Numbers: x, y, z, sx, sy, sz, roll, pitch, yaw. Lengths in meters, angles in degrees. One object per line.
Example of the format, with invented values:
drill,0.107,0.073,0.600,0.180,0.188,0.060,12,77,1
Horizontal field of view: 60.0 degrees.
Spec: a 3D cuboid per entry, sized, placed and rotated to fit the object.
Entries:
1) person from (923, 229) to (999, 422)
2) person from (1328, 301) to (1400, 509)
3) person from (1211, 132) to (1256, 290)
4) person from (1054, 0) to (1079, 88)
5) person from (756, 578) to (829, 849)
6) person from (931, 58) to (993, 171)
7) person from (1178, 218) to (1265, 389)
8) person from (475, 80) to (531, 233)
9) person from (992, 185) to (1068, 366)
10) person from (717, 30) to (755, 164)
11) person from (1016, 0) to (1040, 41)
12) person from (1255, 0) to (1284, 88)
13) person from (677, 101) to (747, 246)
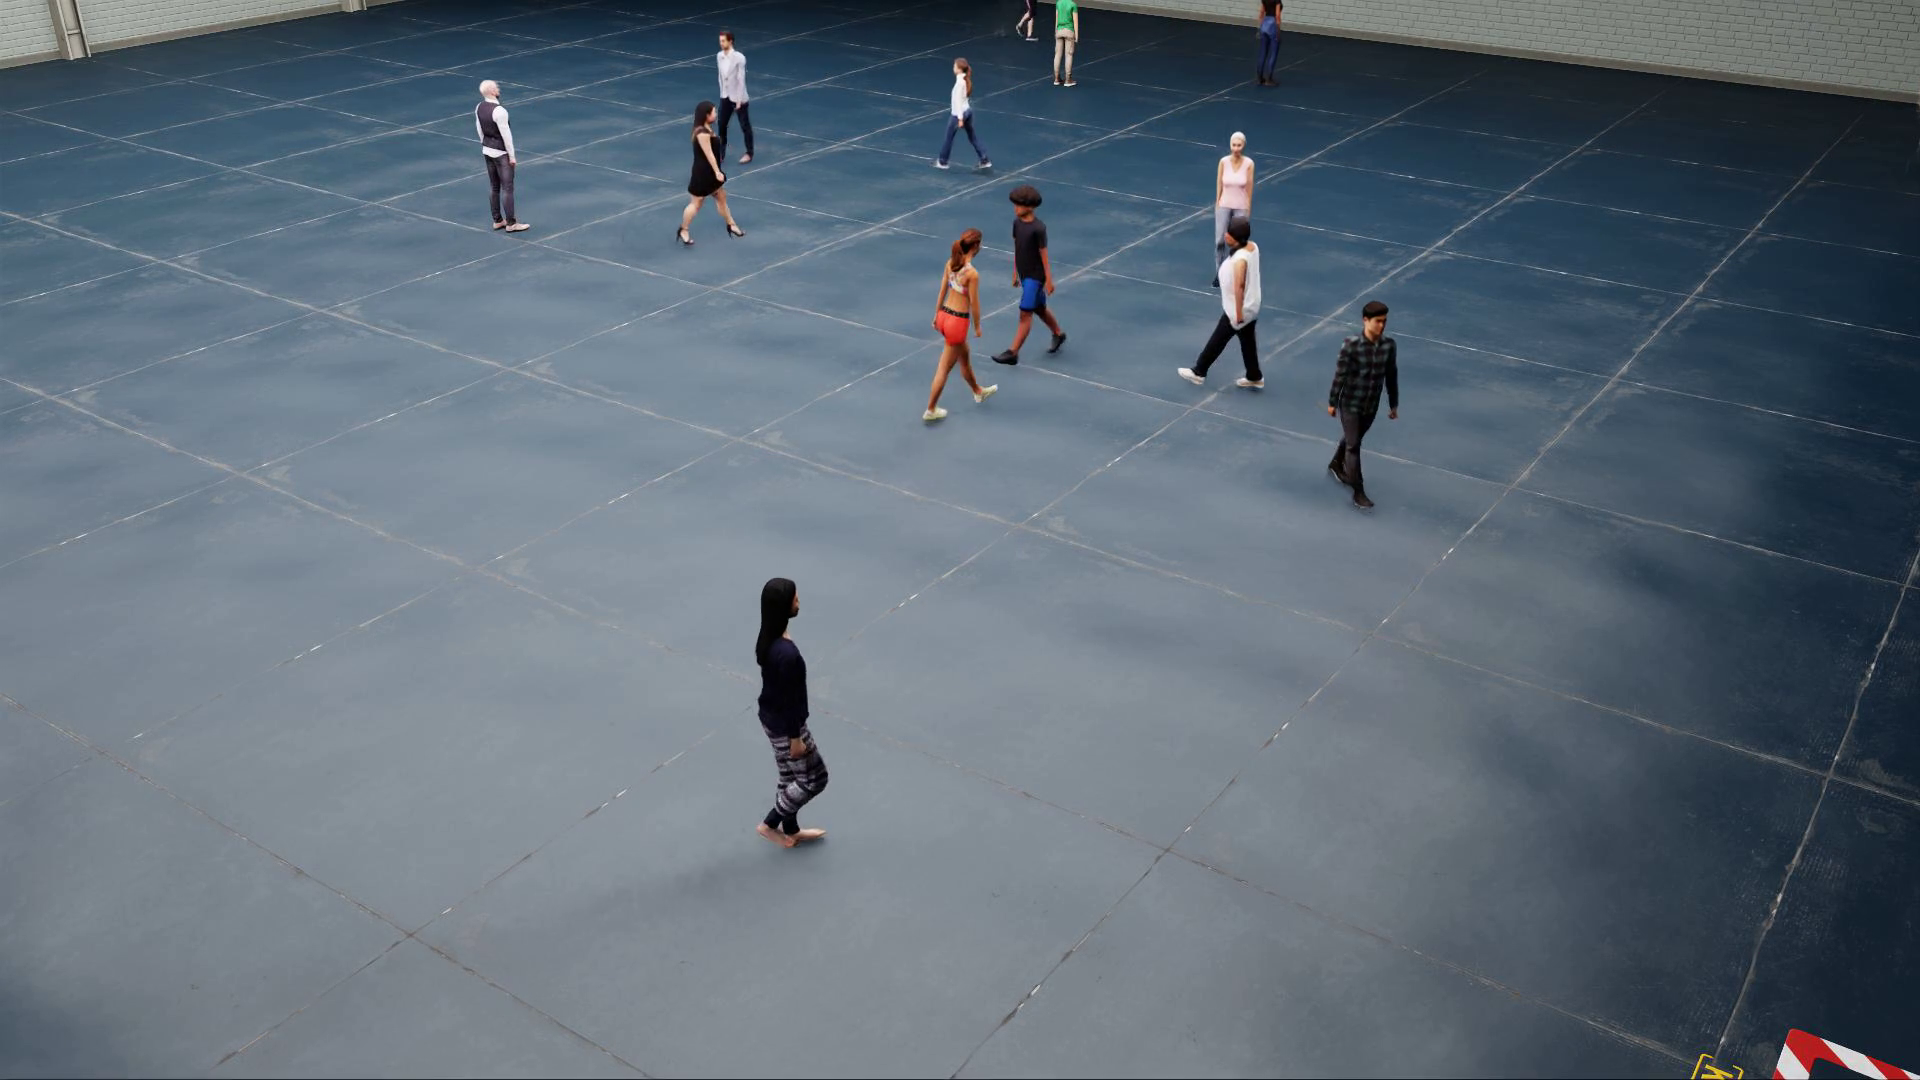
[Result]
person,-0.116,-1.874,14.873,1.161,1.742,0.884,-20,33,-33
person,3.232,-1.171,13.614,1.159,1.680,1.131,-9,28,-16
person,3.037,-3.680,18.414,0.721,1.709,0.874,6,28,11
person,1.758,-8.418,27.680,0.575,1.650,0.530,15,31,27
person,-1.036,1.011,9.287,0.807,1.726,0.765,-10,29,-19
person,0.109,-5.754,22.653,0.745,1.517,1.078,11,29,20
person,2.670,-2.176,15.553,0.817,1.655,1.003,14,30,25
person,-5.608,-4.668,20.211,0.681,1.822,0.579,19,33,32
person,0.793,-2.596,16.270,1.293,1.745,0.966,-19,33,-32
person,-3.056,-6.145,23.080,0.714,1.821,0.949,15,31,26
person,1.257,-10.273,31.139,0.694,1.781,0.663,17,32,29
person,5.127,-8.421,27.605,0.837,1.725,0.888,-21,34,-35
person,-3.086,-4.273,19.614,1.134,1.665,1.090,-4,27,-7
